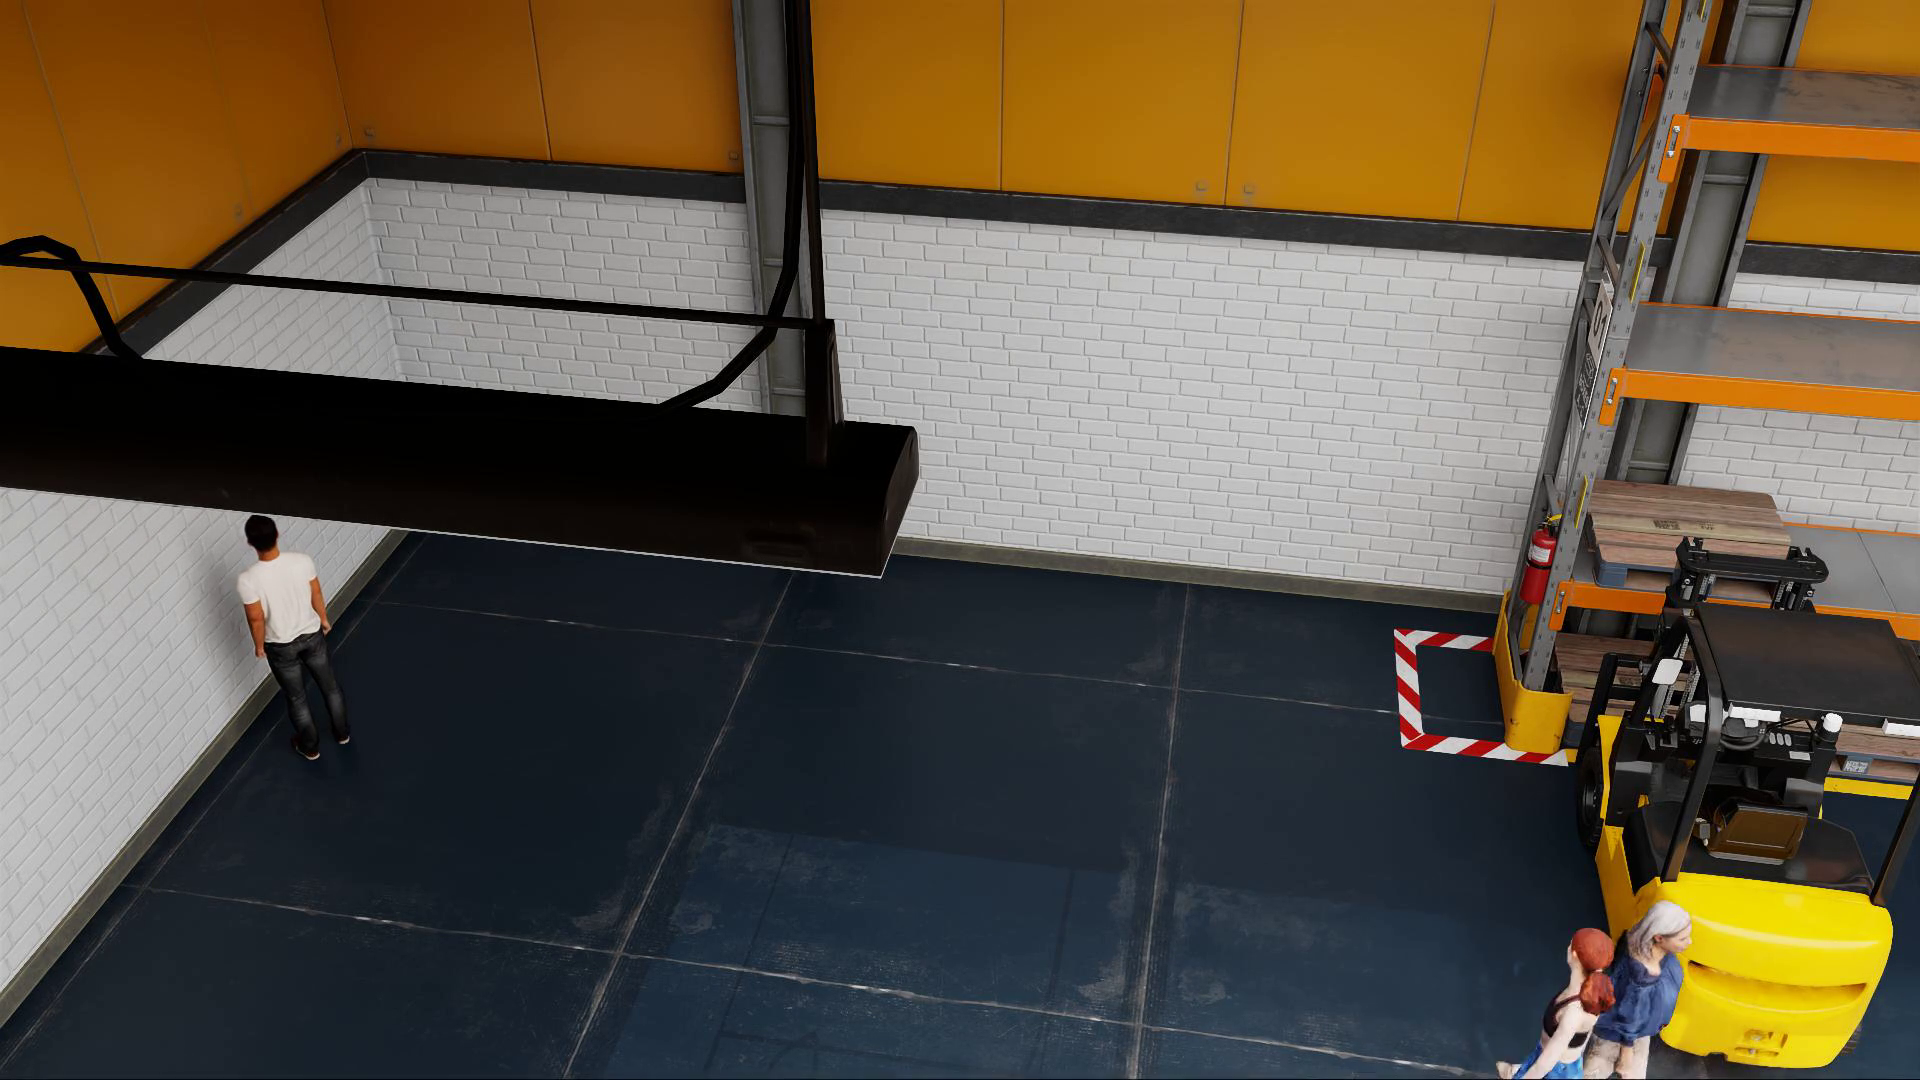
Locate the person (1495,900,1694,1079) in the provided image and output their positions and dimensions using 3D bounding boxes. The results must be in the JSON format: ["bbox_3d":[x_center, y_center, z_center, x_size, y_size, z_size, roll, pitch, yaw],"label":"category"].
[{"bbox_3d":[3.147,2.349,8.139,1.149,1.670,0.900,21,39,28],"label":"person"}]

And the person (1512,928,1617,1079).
[{"bbox_3d":[2.856,2.559,7.769,1.088,1.732,0.703,10,35,15],"label":"person"}]

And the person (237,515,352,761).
[{"bbox_3d":[-4.262,0.615,10.633,0.716,1.798,0.751,-25,41,-33],"label":"person"}]
